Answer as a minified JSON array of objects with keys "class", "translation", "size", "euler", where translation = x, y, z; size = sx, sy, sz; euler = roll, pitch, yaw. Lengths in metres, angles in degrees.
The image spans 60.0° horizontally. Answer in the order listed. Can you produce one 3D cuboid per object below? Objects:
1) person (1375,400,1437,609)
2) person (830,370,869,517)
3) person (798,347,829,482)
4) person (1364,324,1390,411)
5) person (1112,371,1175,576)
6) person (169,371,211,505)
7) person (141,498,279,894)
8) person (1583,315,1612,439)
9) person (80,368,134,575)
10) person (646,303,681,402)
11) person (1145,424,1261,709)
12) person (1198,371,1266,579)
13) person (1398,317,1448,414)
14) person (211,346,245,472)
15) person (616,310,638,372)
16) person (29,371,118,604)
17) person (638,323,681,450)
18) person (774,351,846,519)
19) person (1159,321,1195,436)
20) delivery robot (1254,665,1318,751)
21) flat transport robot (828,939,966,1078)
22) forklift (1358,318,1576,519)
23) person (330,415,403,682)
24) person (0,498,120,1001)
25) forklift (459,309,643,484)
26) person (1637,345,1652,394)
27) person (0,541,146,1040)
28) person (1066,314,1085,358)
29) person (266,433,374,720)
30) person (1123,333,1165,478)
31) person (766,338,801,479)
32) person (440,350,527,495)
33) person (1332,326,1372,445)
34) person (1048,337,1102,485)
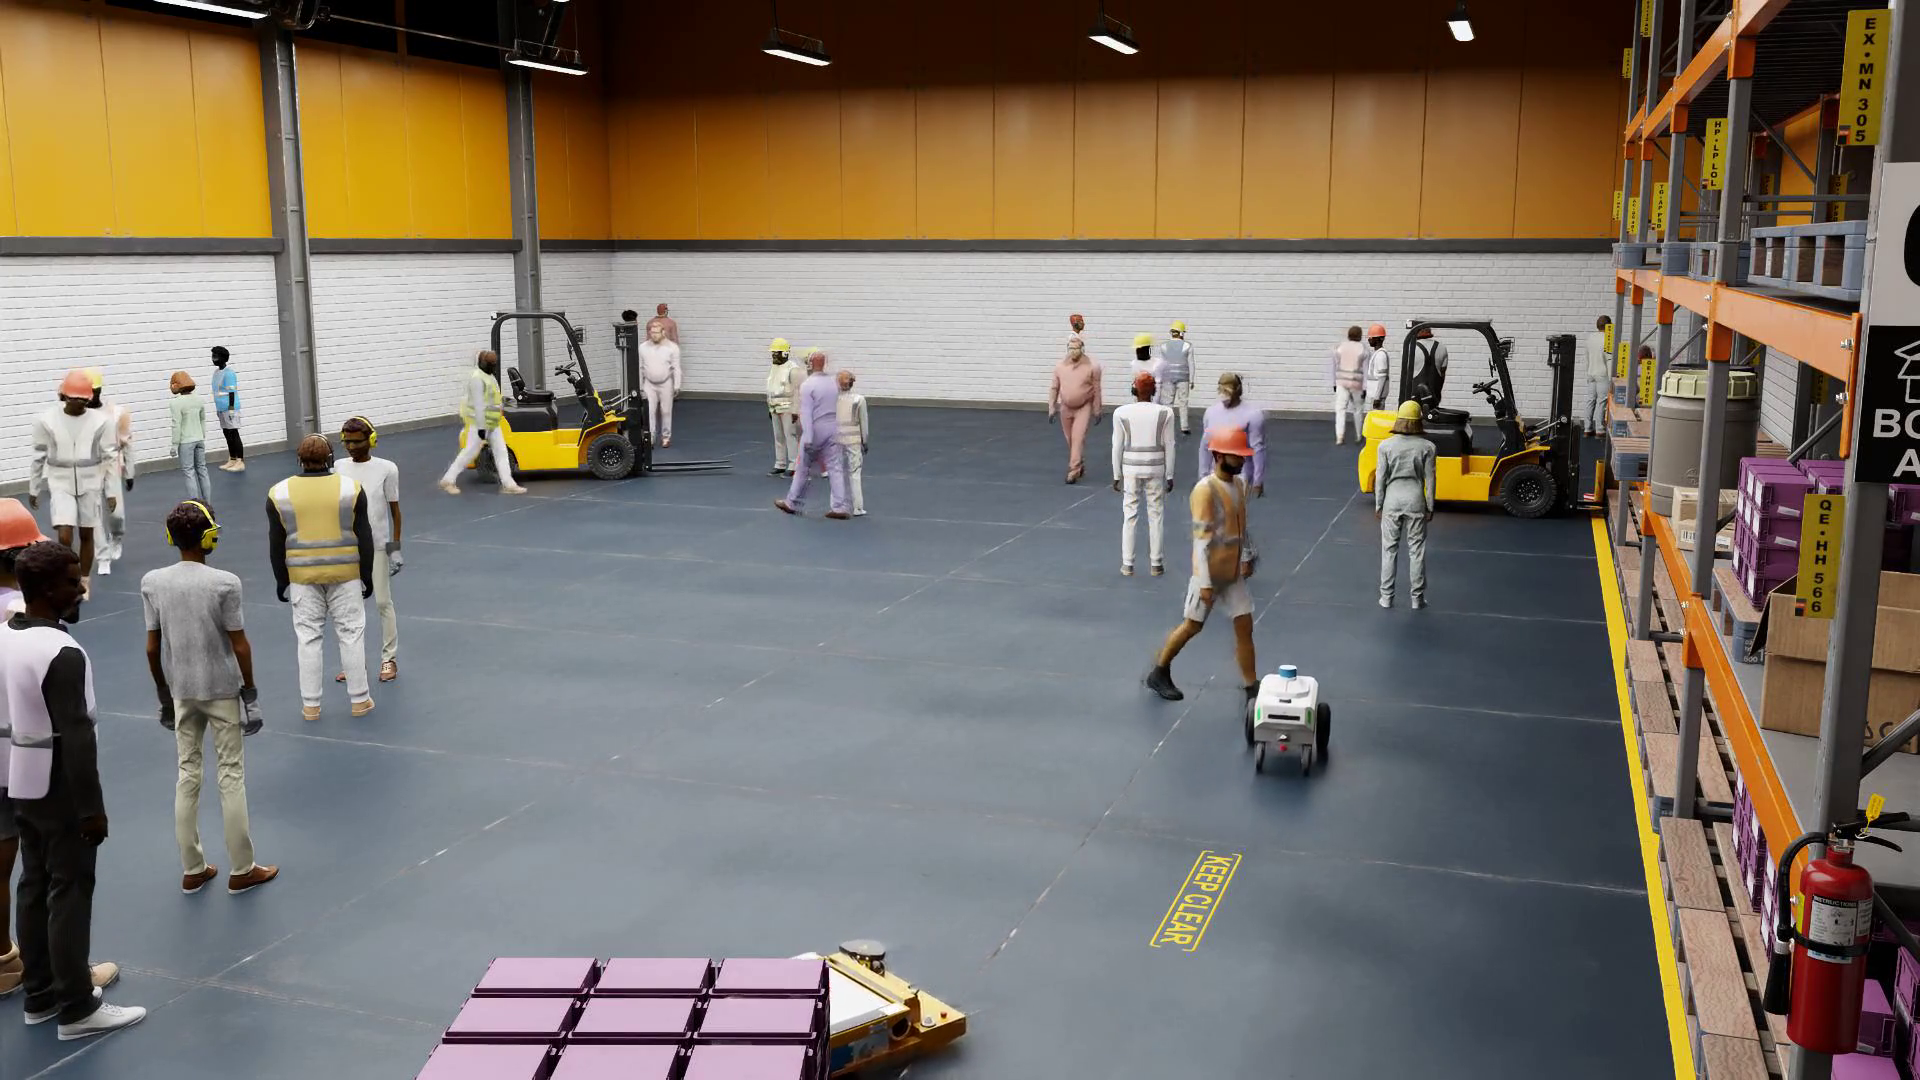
[{"class":"person","translation":[3.725,-0.297,13.928],"size":[0.492,1.742,0.323],"euler":[3,10,15]},{"class":"person","translation":[-1.280,-1.073,18.603],"size":[0.521,1.636,0.311],"euler":[1,10,8]},{"class":"person","translation":[-1.853,-1.620,21.455],"size":[0.853,1.723,0.524],"euler":[-9,13,-40]},{"class":"person","translation":[5.791,-2.037,23.190],"size":[0.364,1.933,0.552],"euler":[2,10,12]},{"class":"person","translation":[1.683,-0.604,15.261],"size":[0.575,1.884,0.355],"euler":[1,10,7]},{"class":"person","translation":[-8.633,-1.074,18.614],"size":[0.283,1.633,0.498],"euler":[3,10,16]},{"class":"person","translation":[-3.514,0.733,7.776],"size":[0.510,1.872,0.328],"euler":[1,10,4]},{"class":"person","translation":[10.044,-2.551,26.069],"size":[0.359,1.939,0.635],"euler":[-3,11,-18]},{"class":"person","translation":[-8.000,-0.649,15.457],"size":[0.589,1.908,0.639],"euler":[-5,11,-28]},{"class":"person","translation":[-5.719,-3.621,32.187],"size":[0.638,1.911,0.406],"euler":[3,10,15]},{"class":"person","translation":[1.649,0.175,10.869],"size":[0.998,1.894,0.563],"euler":[8,13,40]},{"class":"person","translation":[2.398,-0.549,14.837],"size":[0.436,1.920,0.636],"euler":[-9,14,-42]},{"class":"person","translation":[6.421,-2.100,23.245],"size":[0.673,2.000,0.535],"euler":[-2,10,-13]},{"class":"person","translation":[-9.843,-1.760,22.323],"size":[0.321,1.690,0.536],"euler":[-10,14,-44]},{"class":"person","translation":[-5.564,-2.879,27.878],"size":[0.379,1.957,0.616],"euler":[-2,10,-8]},{"class":"person","translation":[-7.358,-0.406,13.842],"size":[0.668,1.987,0.901],"euler":[-5,11,-28]},{"class":"person","translation":[-4.471,-2.263,24.627],"size":[0.678,1.869,0.789],"euler":[0,10,-2]},{"class":"person","translation":[-1.629,-1.173,18.545],"size":[0.997,1.850,0.665],"euler":[8,13,38]},{"class":"person","translation":[3.459,-2.568,26.493],"size":[0.586,1.824,0.403],"euler":[4,11,21]},{"class":"delivery robot","translation":[1.929,0.981,9.813],"size":[0.477,0.478,0.707],"euler":[2,10,14]},{"class":"flat transport robot","translation":[-0.736,1.826,6.121],"size":[1.431,0.197,0.652],"euler":[-8,13,-38]},{"class":"forklift","translation":[5.787,-1.437,19.079],"size":[2.313,2.155,1.214],"euler":[3,11,19]},{"class":"person","translation":[-4.138,0.063,11.568],"size":[0.512,1.865,0.329],"euler":[0,10,2]},{"class":"person","translation":[-3.744,0.847,6.638],"size":[0.605,2.045,0.377],"euler":[3,10,16]},{"class":"forklift","translation":[-5.354,-1.902,21.697],"size":[2.313,2.155,1.214],"euler":[-2,10,-13]},{"class":"person","translation":[8.514,-1.482,20.441],"size":[0.807,1.812,0.403],"euler":[2,10,14]},{"class":"person","translation":[-3.487,0.958,6.377],"size":[0.596,1.915,0.370],"euler":[8,13,36]},{"class":"person","translation":[1.937,-2.814,27.707],"size":[0.355,1.885,0.576],"euler":[2,10,9]},{"class":"person","translation":[-4.068,0.236,10.650],"size":[0.621,1.845,0.429],"euler":[-3,10,-16]},{"class":"person","translation":[2.381,-1.737,21.617],"size":[0.585,1.897,0.674],"euler":[9,14,42]},{"class":"person","translation":[-2.314,-1.717,21.678],"size":[0.403,1.830,0.600],"euler":[-9,13,-41]},{"class":"person","translation":[-5.853,-1.424,20.195],"size":[0.999,1.785,0.628],"euler":[0,10,1]},{"class":"person","translation":[5.985,-2.364,25.436],"size":[0.636,1.792,0.957],"euler":[5,11,27]},{"class":"person","translation":[1.488,-1.686,21.429],"size":[0.658,1.865,0.975],"euler":[4,11,23]}]
